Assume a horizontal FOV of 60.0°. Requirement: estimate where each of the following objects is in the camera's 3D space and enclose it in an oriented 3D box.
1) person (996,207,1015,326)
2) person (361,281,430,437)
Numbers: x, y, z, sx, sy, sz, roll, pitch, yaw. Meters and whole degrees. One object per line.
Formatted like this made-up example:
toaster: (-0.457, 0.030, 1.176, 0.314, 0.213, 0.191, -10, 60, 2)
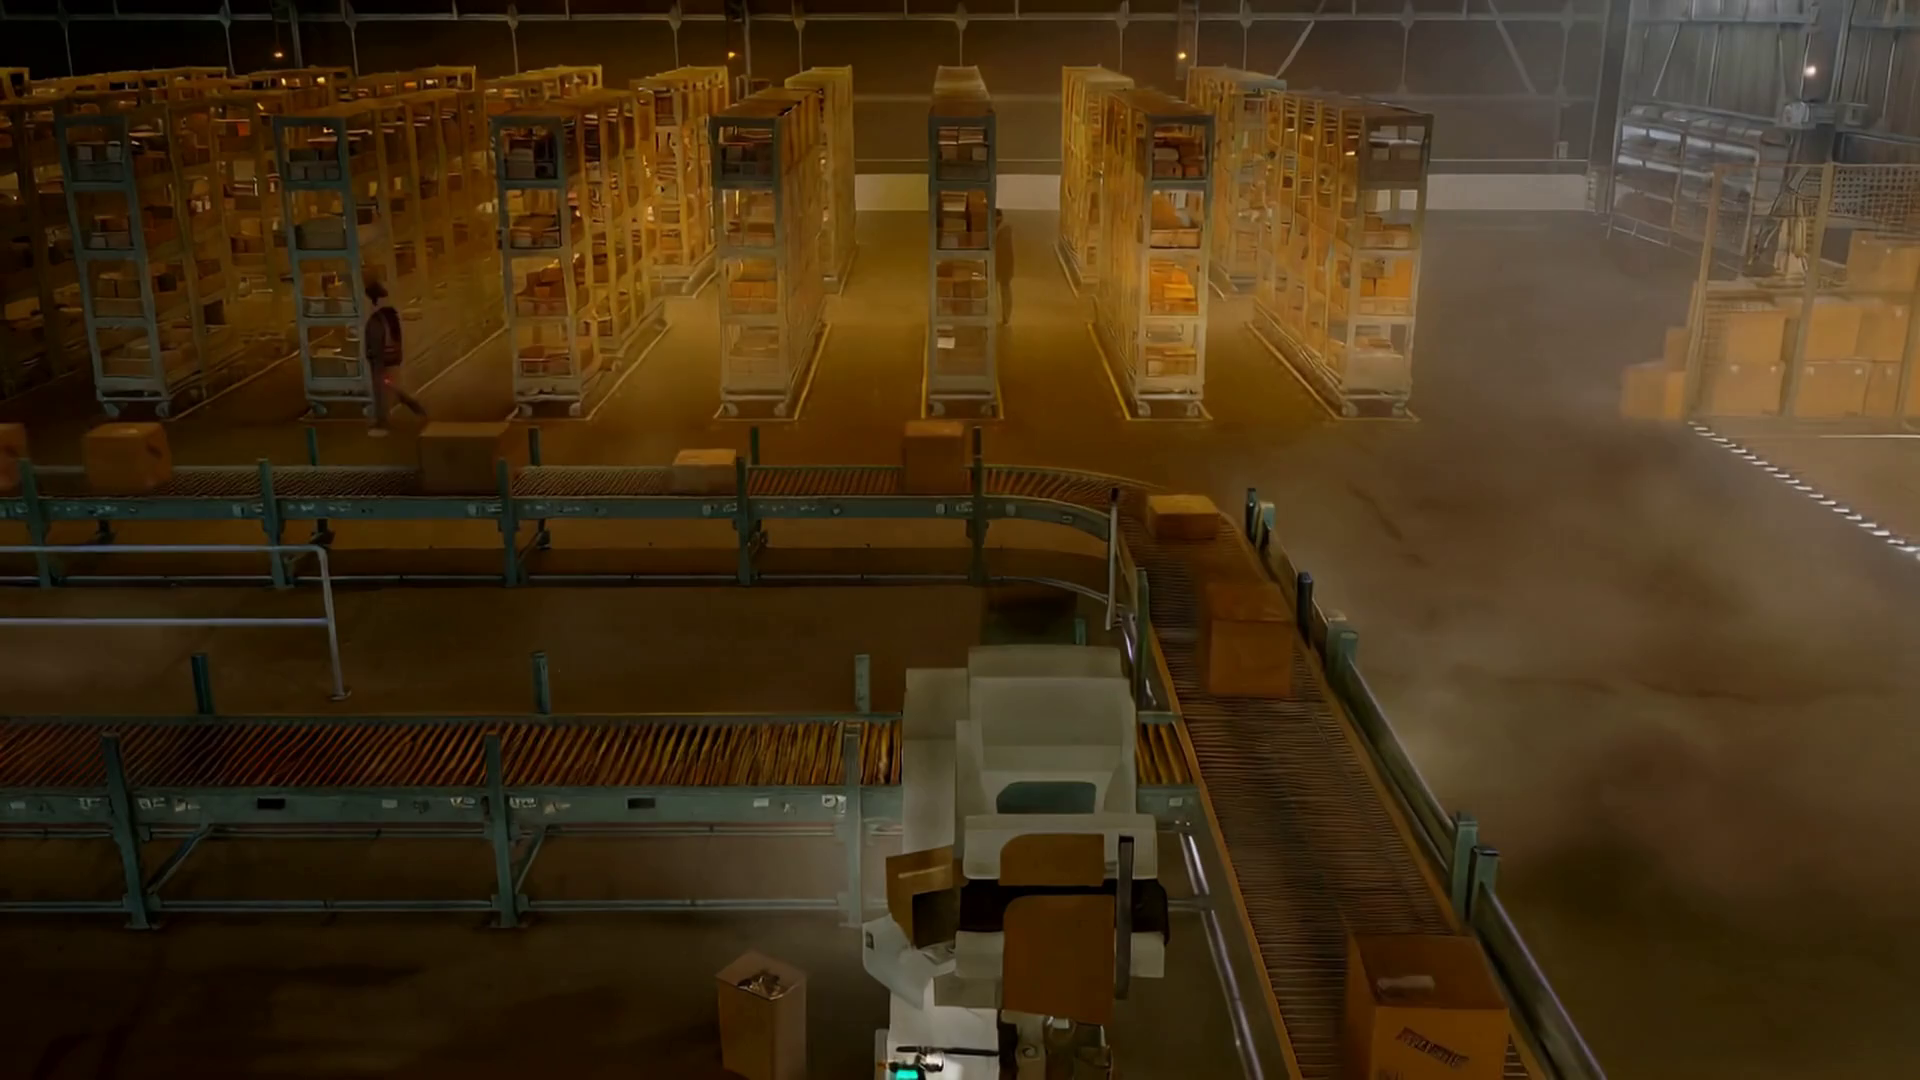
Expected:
person: (0.593, -4.240, 25.740, 0.572, 1.832, 0.398, 11, 21, 31)
person: (-6.536, -2.064, 19.056, 0.676, 1.817, 0.602, 3, 18, 8)
